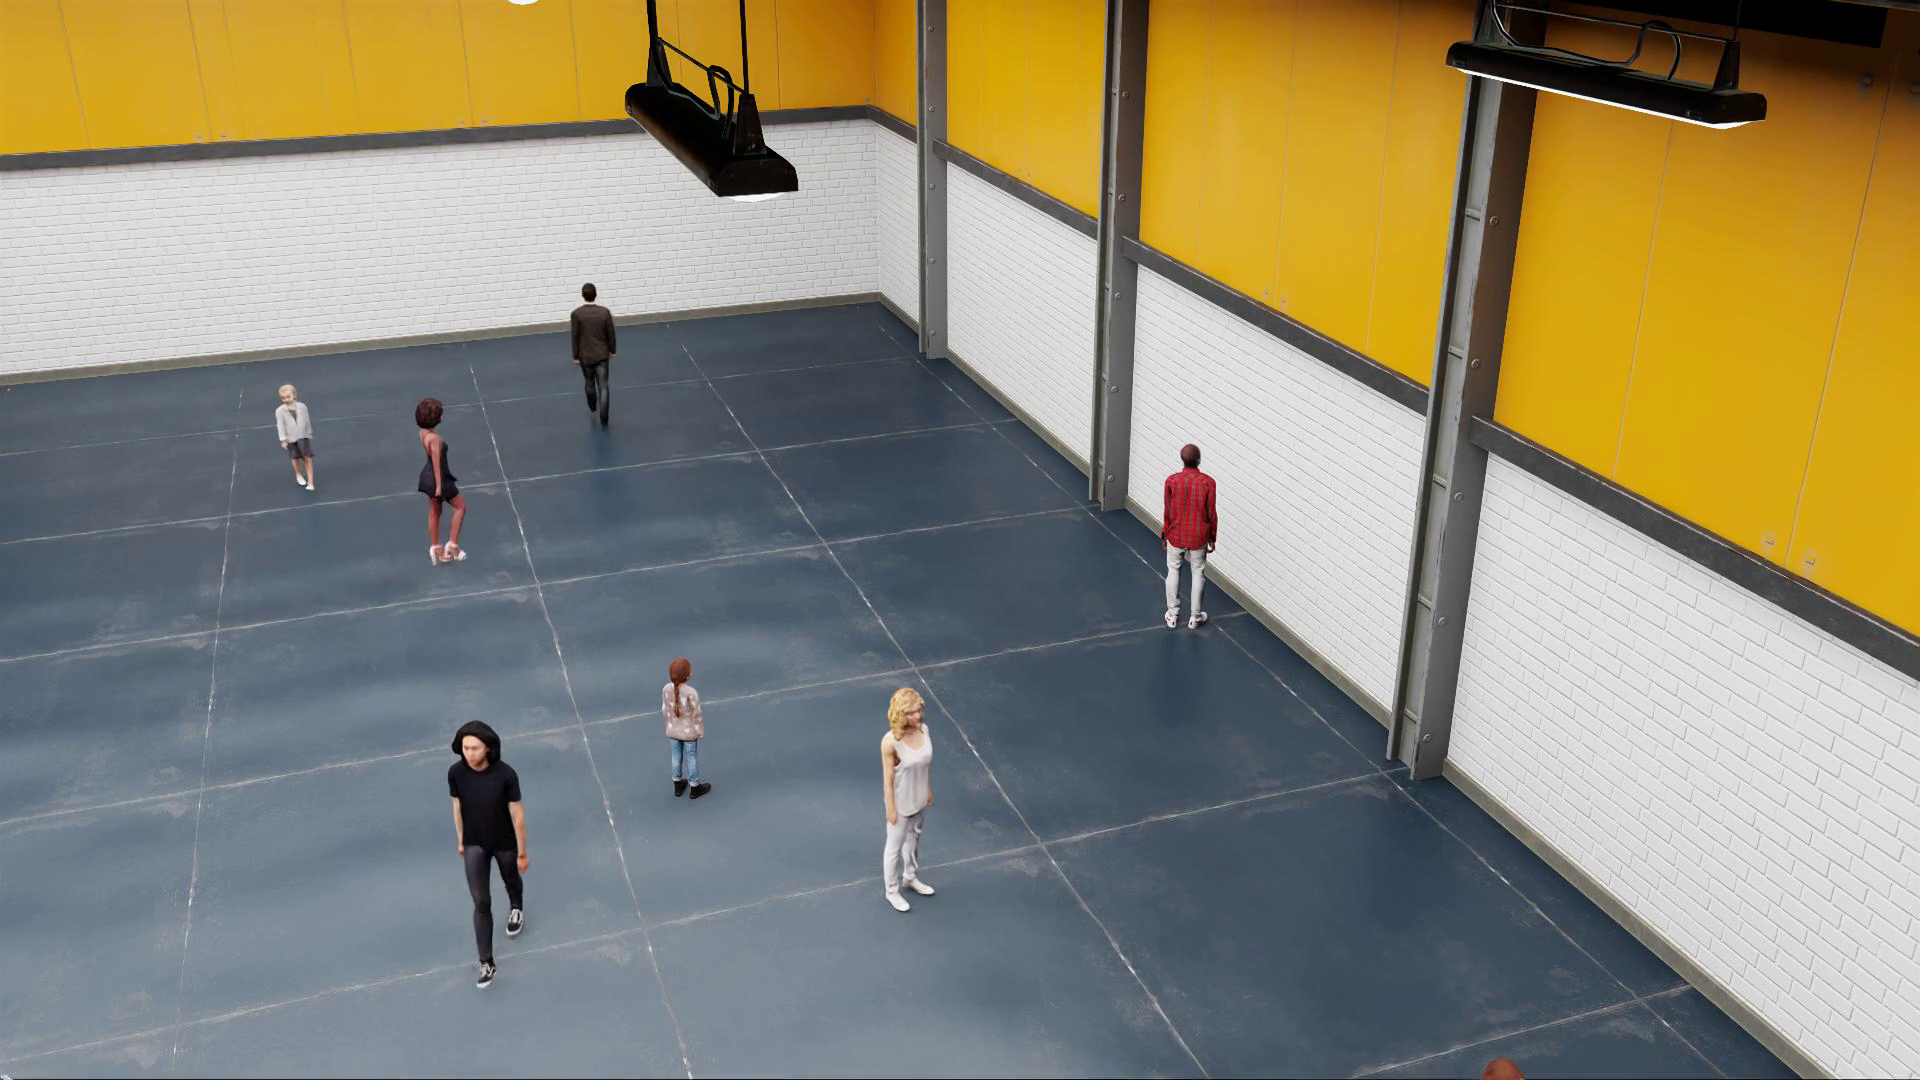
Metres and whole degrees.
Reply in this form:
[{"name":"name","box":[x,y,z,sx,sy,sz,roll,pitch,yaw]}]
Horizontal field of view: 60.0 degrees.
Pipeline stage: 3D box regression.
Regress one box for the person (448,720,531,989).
[{"name":"person","box":[-3.091,1.962,11.074,0.922,1.792,1.248,0,24,-1]}]

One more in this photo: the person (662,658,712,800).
[{"name":"person","box":[-2.161,1.460,12.966,0.558,1.194,0.608,9,25,19]}]

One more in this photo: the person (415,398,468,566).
[{"name":"person","box":[-5.380,-0.559,16.862,0.713,1.775,0.661,-18,30,-36]}]

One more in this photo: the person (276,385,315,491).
[{"name":"person","box":[-7.565,-1.195,18.972,0.557,1.248,0.844,-13,27,-27]}]

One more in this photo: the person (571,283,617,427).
[{"name":"person","box":[-4.566,-2.289,20.841,0.784,1.757,1.167,-6,24,-13]}]

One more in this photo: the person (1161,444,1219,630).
[{"name":"person","box":[2.143,-0.046,15.634,0.754,1.817,0.759,5,24,12]}]

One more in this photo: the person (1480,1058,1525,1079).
[{"name":"person","box":[2.514,3.243,8.248,0.691,1.707,0.759,-16,29,-33]}]

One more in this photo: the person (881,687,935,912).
[{"name":"person","box":[-0.378,1.779,11.642,0.688,1.670,0.680,21,31,39]}]
